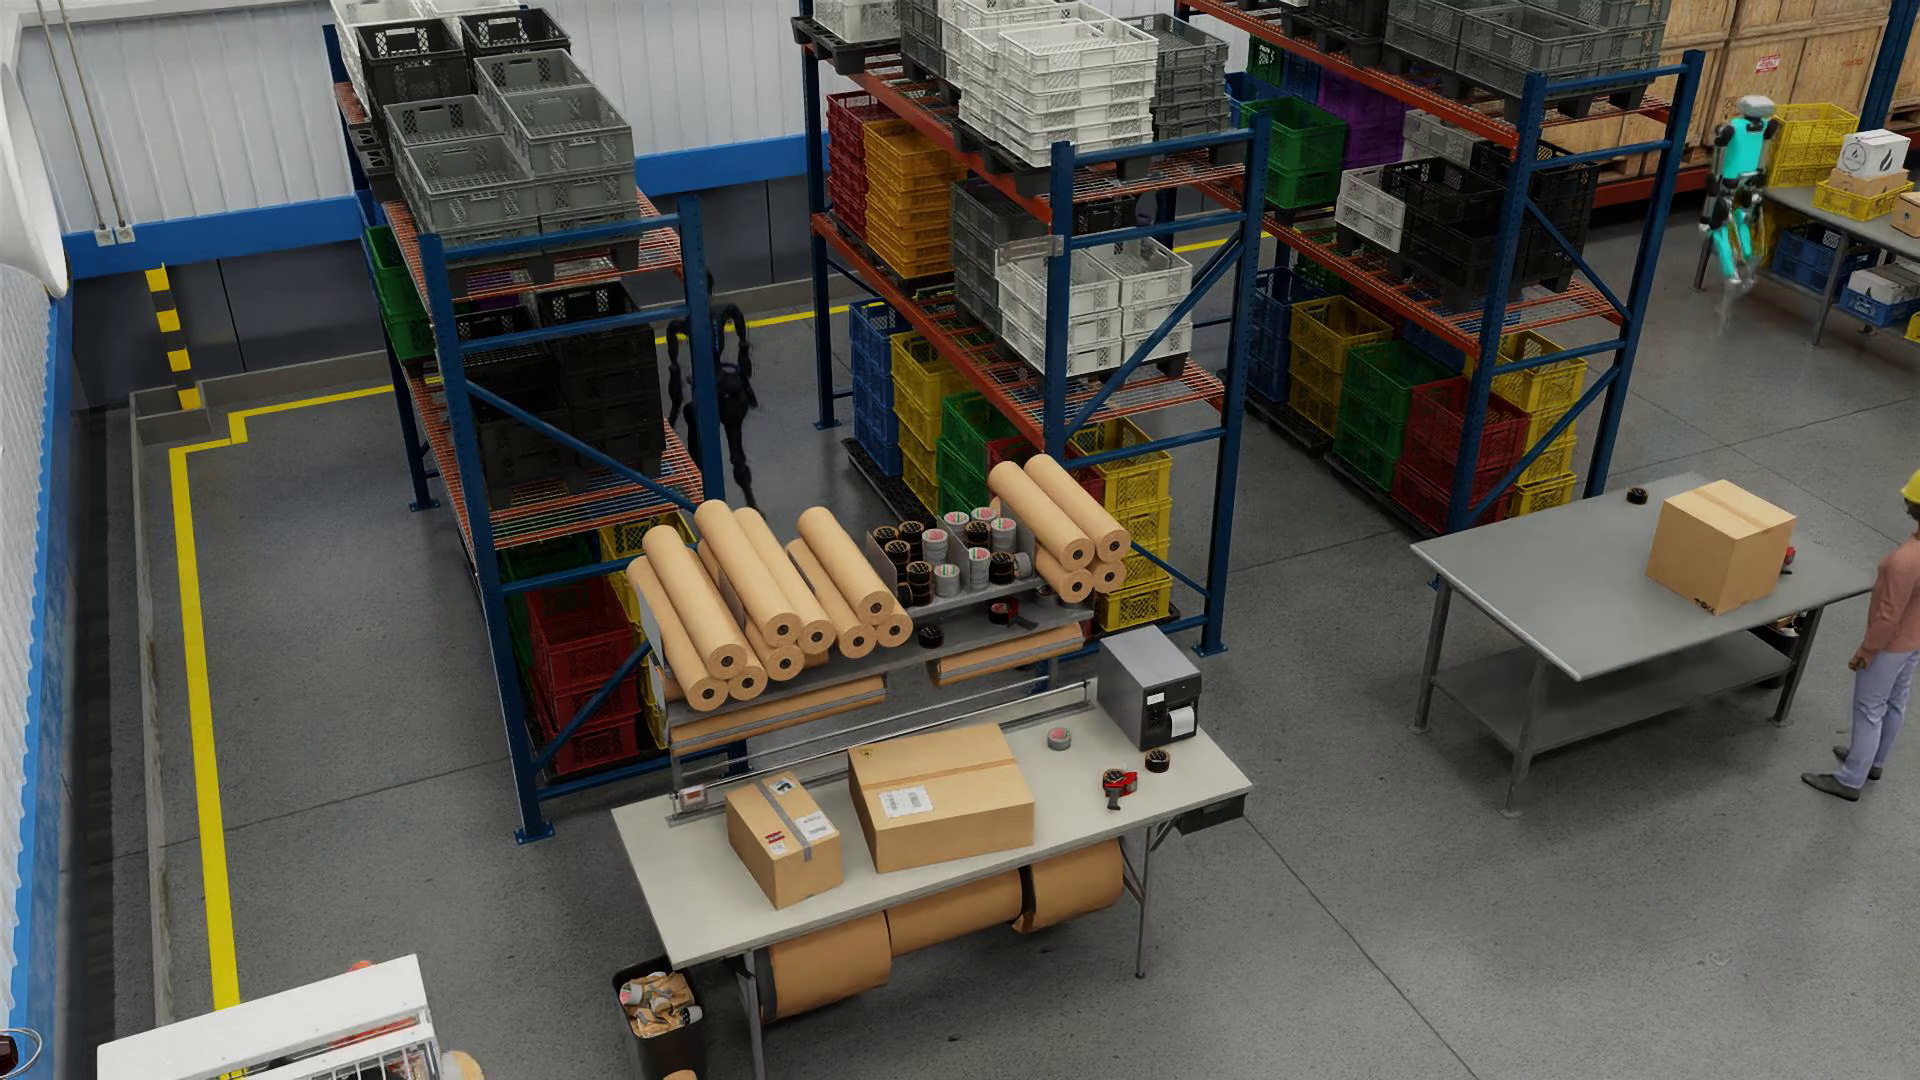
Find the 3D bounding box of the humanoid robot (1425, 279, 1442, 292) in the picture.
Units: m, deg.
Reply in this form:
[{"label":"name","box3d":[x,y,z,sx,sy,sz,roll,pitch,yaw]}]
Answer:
[{"label":"humanoid robot","box3d":[3.576,-1.978,11.836,0.591,1.658,0.328,-10,33,-16]}]

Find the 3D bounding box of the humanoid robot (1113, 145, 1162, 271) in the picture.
[{"label":"humanoid robot","box3d":[1.193,-2.179,12.165,0.611,1.646,0.456,10,33,15]}]

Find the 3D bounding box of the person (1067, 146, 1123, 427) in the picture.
[{"label":"person","box3d":[0.887,-1.714,11.083,0.404,2.031,0.607,25,40,35]}]

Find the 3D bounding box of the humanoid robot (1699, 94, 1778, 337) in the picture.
[{"label":"humanoid robot","box3d":[5.918,-2.340,12.451,0.533,1.845,0.799,-12,34,-18]}]

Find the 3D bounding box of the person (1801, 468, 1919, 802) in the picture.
[{"label":"person","box3d":[4.367,0.445,7.823,0.525,1.762,0.332,-21,37,-30]}]

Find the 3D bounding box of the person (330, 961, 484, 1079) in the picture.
[{"label":"person","box3d":[-1.597,2.108,5.004,0.551,1.897,0.910,-15,35,-23]}]

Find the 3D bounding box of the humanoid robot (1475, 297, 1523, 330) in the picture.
[{"label":"humanoid robot","box3d":[3.587,-1.688,11.402,0.604,1.657,0.604,-12,34,-18]}]

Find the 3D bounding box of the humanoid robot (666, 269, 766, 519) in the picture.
[{"label":"humanoid robot","box3d":[-1.513,-0.886,10.122,0.609,1.642,0.741,-23,38,-32]}]
